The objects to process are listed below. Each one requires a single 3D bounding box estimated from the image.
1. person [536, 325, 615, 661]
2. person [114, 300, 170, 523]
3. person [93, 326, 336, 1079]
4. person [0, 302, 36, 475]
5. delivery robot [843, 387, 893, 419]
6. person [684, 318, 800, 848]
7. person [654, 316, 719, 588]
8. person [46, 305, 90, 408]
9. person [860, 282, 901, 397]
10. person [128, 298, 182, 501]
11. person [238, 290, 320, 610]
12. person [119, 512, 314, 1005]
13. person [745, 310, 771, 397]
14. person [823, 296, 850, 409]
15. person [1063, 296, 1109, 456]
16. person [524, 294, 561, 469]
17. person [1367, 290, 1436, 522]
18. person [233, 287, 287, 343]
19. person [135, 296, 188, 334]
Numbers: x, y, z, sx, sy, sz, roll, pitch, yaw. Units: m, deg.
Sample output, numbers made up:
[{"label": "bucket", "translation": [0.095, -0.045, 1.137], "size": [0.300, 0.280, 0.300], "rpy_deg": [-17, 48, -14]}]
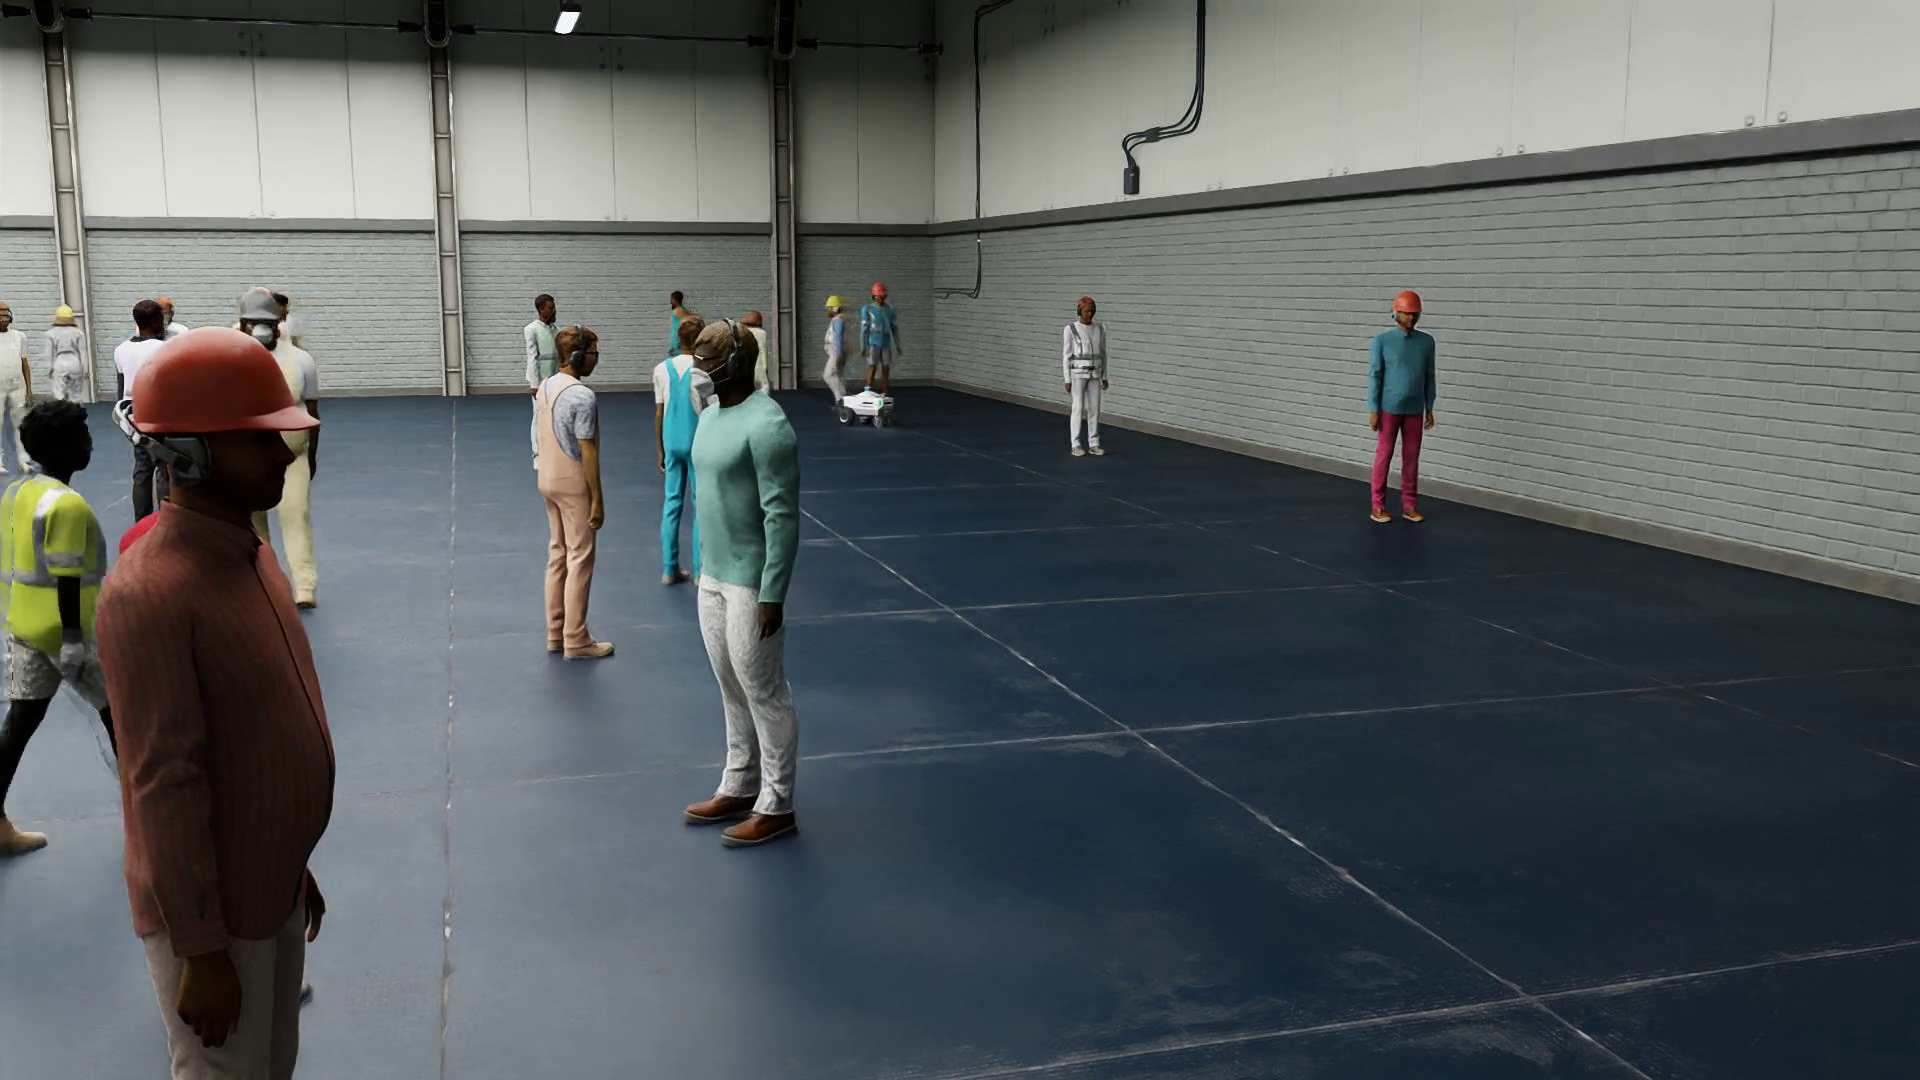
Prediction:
[{"label": "person", "translation": [-2.105, -0.251, 9.082], "size": [0.363, 1.834, 0.520], "rpy_deg": [-8, 12, -43]}, {"label": "person", "translation": [-6.287, -0.903, 12.956], "size": [0.588, 1.920, 0.392], "rpy_deg": [3, 10, 21]}, {"label": "person", "translation": [-1.290, 0.623, 2.979], "size": [0.376, 1.995, 0.612], "rpy_deg": [-1, 9, -9]}, {"label": "person", "translation": [-10.169, -1.608, 17.722], "size": [0.337, 1.838, 0.506], "rpy_deg": [8, 12, 41]}, {"label": "delivery robot", "translation": [-1.293, -1.916, 23.458], "size": [0.707, 0.478, 0.477], "rpy_deg": [6, 11, 34]}, {"label": "person", "translation": [-0.805, 0.155, 6.145], "size": [0.352, 1.937, 0.635], "rpy_deg": [-6, 11, -32]}, {"label": "person", "translation": [-1.814, -0.586, 11.210], "size": [0.520, 1.835, 0.339], "rpy_deg": [3, 9, 17]}, {"label": "person", "translation": [-12.265, -2.359, 22.859], "size": [0.504, 1.728, 0.638], "rpy_deg": [-3, 9, -17]}, {"label": "person", "translation": [-1.298, -3.206, 27.305], "size": [0.668, 2.028, 0.426], "rpy_deg": [-5, 10, -29]}, {"label": "person", "translation": [-7.069, -1.179, 14.718], "size": [0.798, 1.921, 0.629], "rpy_deg": [7, 11, 39]}, {"label": "person", "translation": [-4.344, -0.560, 10.382], "size": [0.682, 2.000, 0.966], "rpy_deg": [-4, 10, -21]}, {"label": "person", "translation": [-2.067, 0.486, 4.666], "size": [0.575, 1.740, 0.348], "rpy_deg": [5, 10, 29]}, {"label": "person", "translation": [-2.998, -2.593, 24.708], "size": [0.529, 1.616, 0.467], "rpy_deg": [5, 10, 29]}, {"label": "person", "translation": [-1.971, -2.965, 26.435], "size": [0.432, 1.814, 0.627], "rpy_deg": [0, 9, -3]}, {"label": "person", "translation": [1.481, -1.925, 19.618], "size": [0.587, 1.878, 0.360], "rpy_deg": [-5, 10, -28]}, {"label": "person", "translation": [-4.546, -1.731, 18.247], "size": [0.390, 1.917, 0.591], "rpy_deg": [3, 9, 16]}, {"label": "person", "translation": [3.784, -1.132, 14.225], "size": [0.620, 1.987, 0.407], "rpy_deg": [-2, 9, -14]}, {"label": "person", "translation": [-7.502, -1.724, 17.947], "size": [0.608, 1.996, 0.381], "rpy_deg": [1, 9, 6]}, {"label": "person", "translation": [-8.948, -1.793, 18.733], "size": [0.573, 1.887, 0.353], "rpy_deg": [-7, 11, -36]}]
